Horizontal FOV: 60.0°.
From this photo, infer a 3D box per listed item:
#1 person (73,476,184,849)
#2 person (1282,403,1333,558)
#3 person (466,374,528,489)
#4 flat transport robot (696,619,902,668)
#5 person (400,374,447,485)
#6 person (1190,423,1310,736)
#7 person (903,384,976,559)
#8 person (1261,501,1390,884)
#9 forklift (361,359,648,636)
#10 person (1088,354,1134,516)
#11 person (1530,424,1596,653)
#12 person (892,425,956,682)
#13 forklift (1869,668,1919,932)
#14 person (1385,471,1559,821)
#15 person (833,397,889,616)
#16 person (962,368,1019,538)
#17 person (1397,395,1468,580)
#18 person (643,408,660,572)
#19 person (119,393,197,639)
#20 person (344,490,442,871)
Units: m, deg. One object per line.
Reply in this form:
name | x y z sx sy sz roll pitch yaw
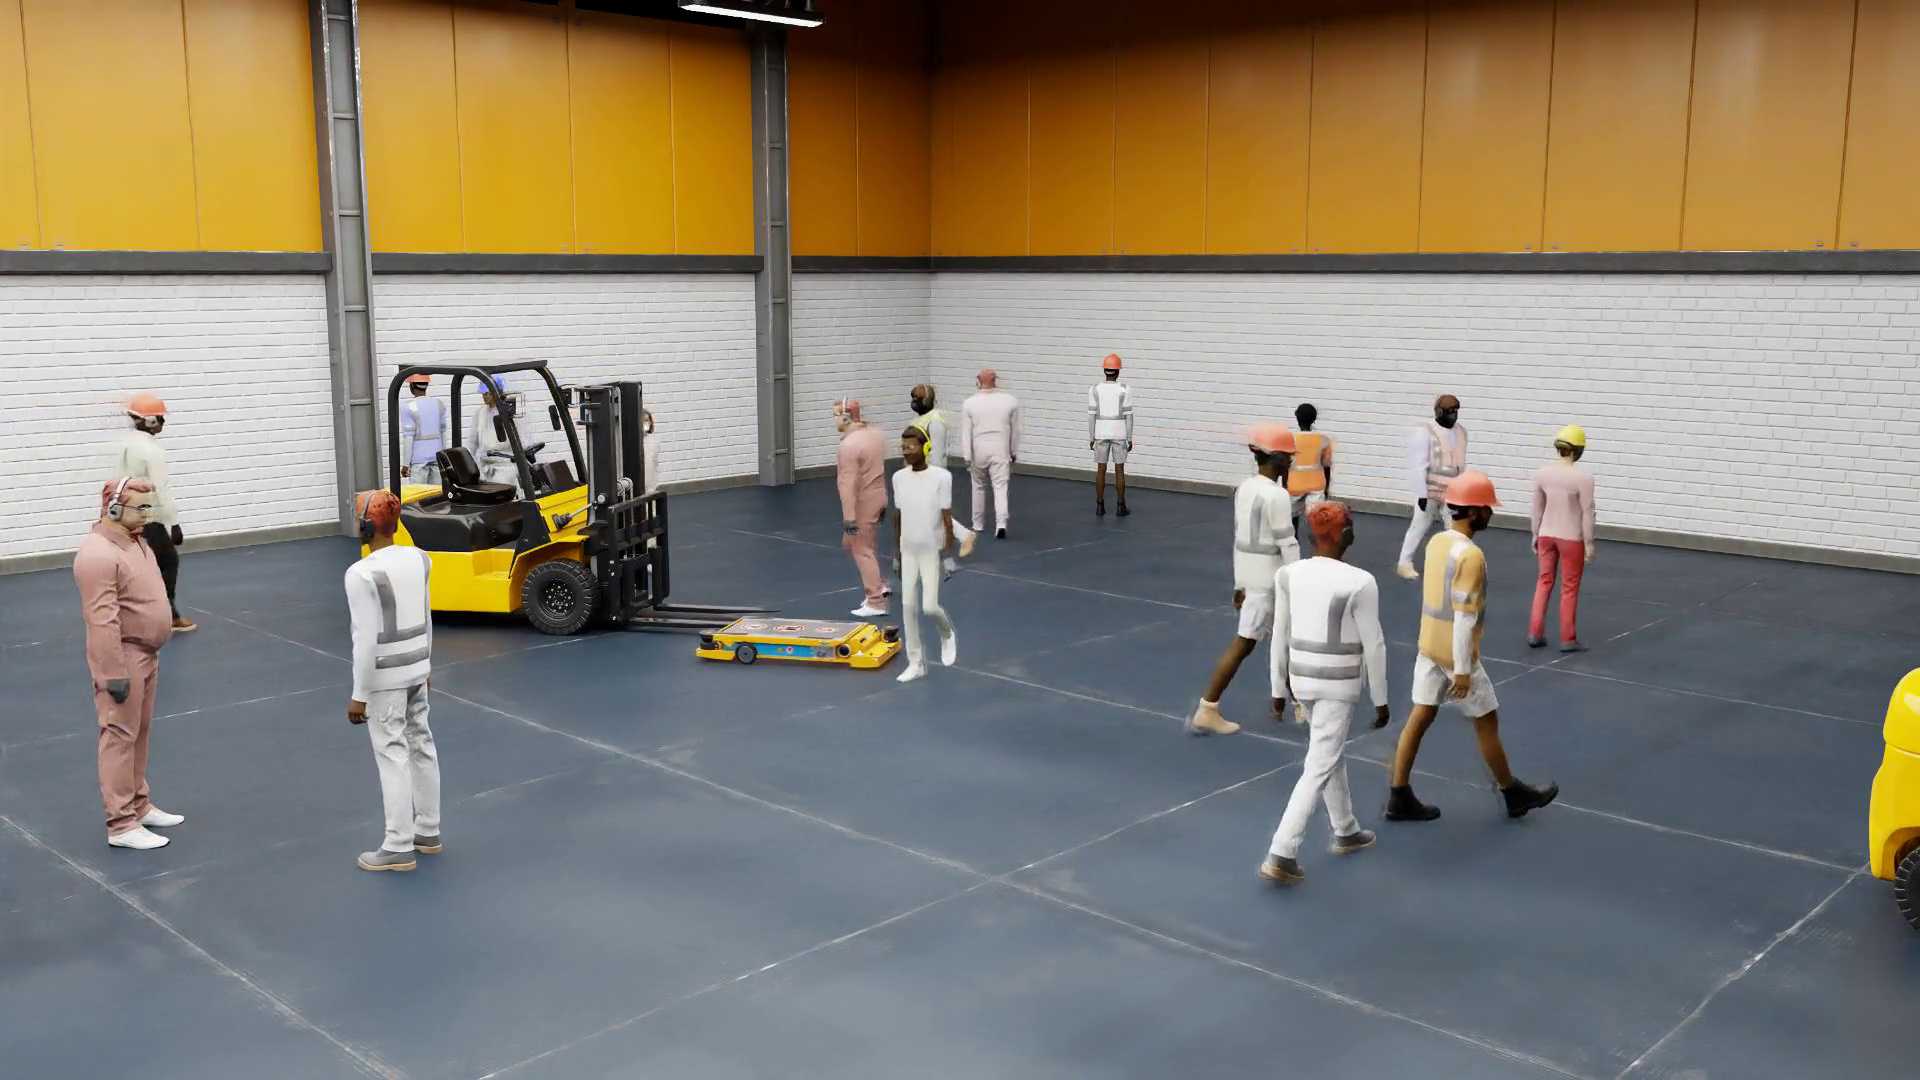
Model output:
person | -4.256 0.618 8.558 0.401 1.902 0.641 -2 9 -10
person | 3.369 -0.503 16.183 0.531 1.665 0.867 0 9 0
person | -4.683 -0.692 16.528 0.612 1.911 0.846 6 11 33
flat transport robot | -1.217 0.766 12.629 1.431 0.197 0.652 2 9 13
person | -5.665 -0.870 17.556 0.365 1.939 0.542 7 11 36
person | 1.937 0.260 10.503 1.048 1.994 0.625 -1 9 -7
person | -0.267 -0.651 16.596 0.740 1.819 0.633 -3 10 -20
person | 1.757 0.726 8.124 0.966 1.844 0.585 -7 12 -37
forklift | -3.850 -0.407 13.936 2.313 2.155 1.214 2 9 11
person | 1.808 -1.249 19.886 0.543 1.939 0.359 3 10 16
person | 4.664 -0.012 12.830 0.320 1.767 0.532 -6 11 -34
person | -0.246 0.087 11.968 0.531 1.848 0.523 5 10 27
forklift | 5.205 0.723 7.013 2.313 2.155 1.214 9 13 43
person | 2.723 0.575 8.837 0.957 1.888 0.569 -2 9 -9
person | -0.829 -0.276 14.129 0.514 1.871 0.657 3 10 17
person | 0.340 -0.964 18.370 0.643 1.868 0.950 -1 9 -4
person | 4.486 -0.467 15.563 0.645 1.793 0.982 -4 10 -25
person | -3.158 -0.492 16.211 0.497 1.615 0.628 -8 12 -41
person | -6.323 -0.178 13.197 0.659 1.972 0.706 9 13 44
person | -2.796 0.688 8.182 0.358 1.882 0.574 3 10 17
